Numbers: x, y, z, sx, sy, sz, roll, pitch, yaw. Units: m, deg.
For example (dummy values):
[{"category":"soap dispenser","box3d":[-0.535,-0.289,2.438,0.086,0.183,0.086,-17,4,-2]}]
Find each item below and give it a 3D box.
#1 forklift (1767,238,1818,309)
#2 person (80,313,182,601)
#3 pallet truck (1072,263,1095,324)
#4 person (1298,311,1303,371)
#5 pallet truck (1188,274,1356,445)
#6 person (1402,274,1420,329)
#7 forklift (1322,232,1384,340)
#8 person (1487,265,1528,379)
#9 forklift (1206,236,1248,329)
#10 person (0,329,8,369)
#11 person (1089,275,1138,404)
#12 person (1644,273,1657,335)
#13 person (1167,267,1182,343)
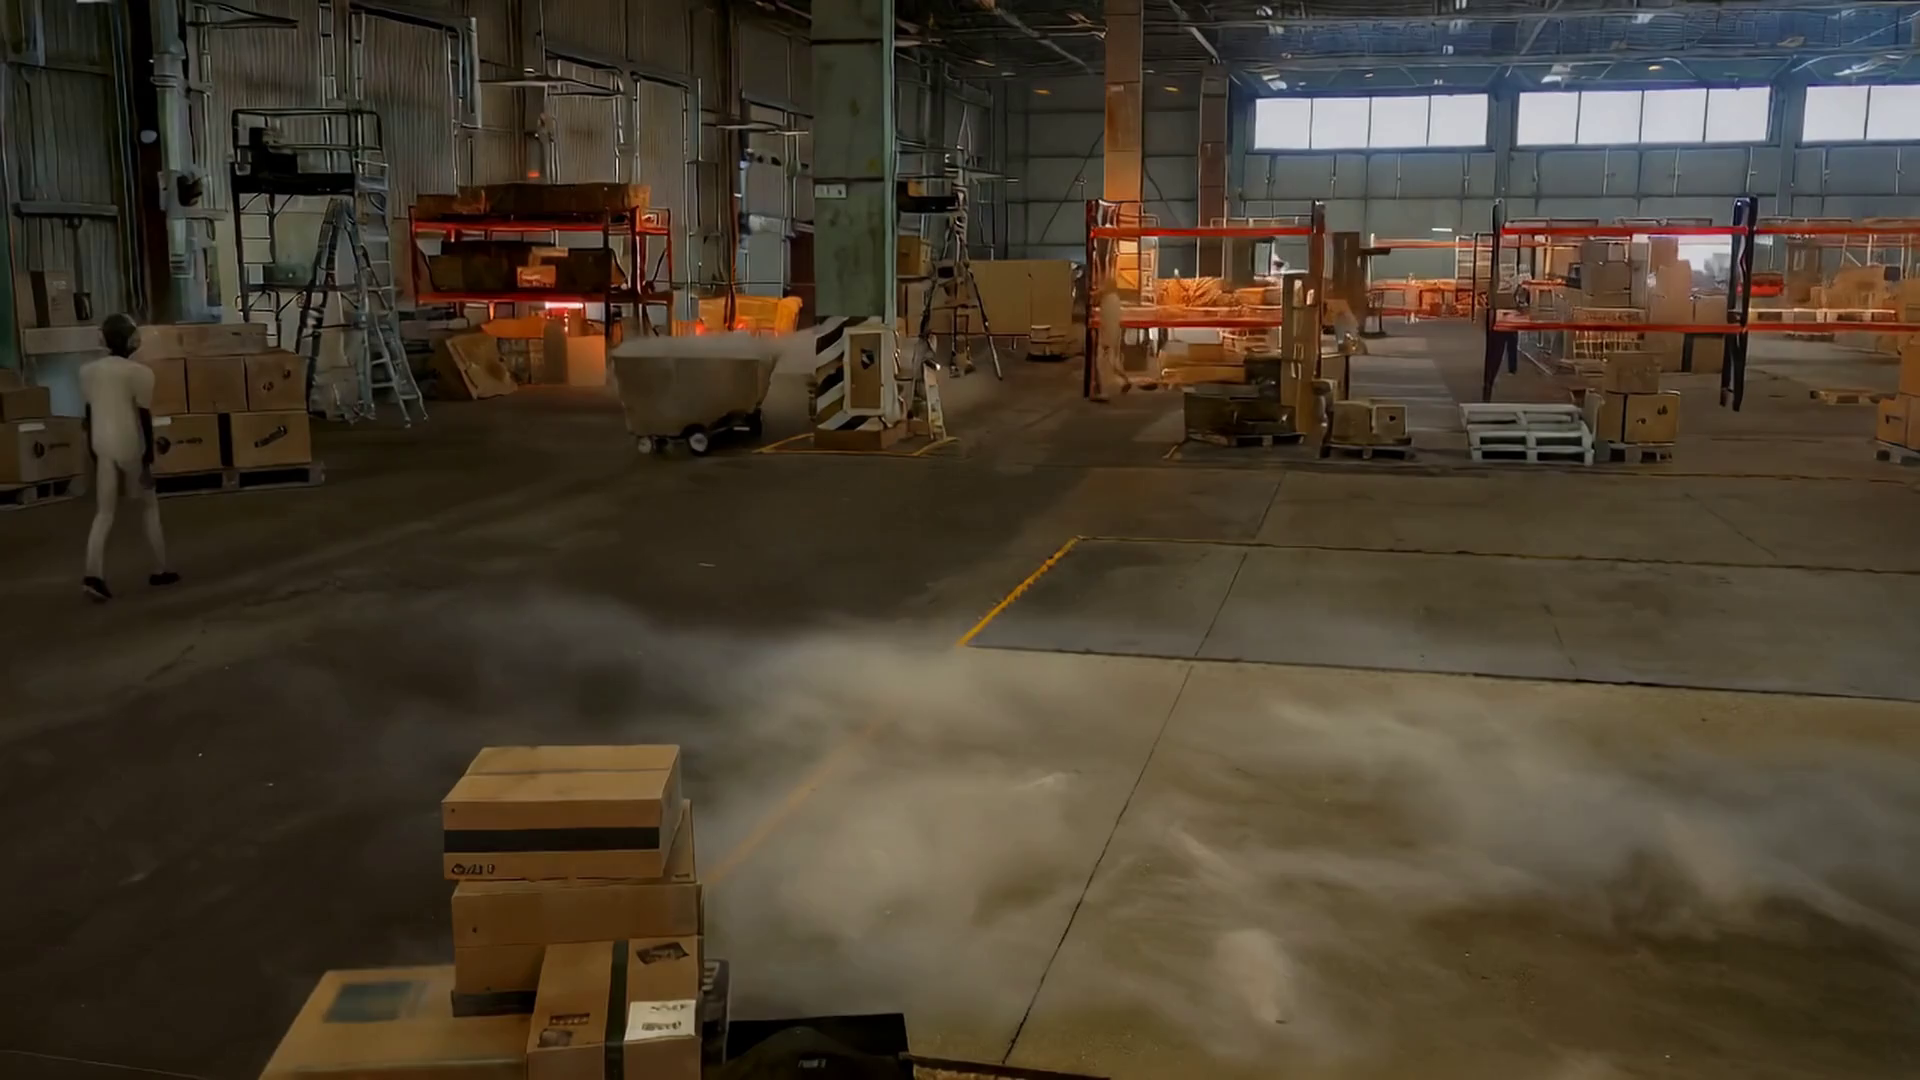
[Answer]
[{"category":"forklift","box3d":[28.451,-8.834,56.415,1.129,2.768,1.873,-1,10,-6]},{"category":"person","box3d":[-5.413,-0.539,10.681,0.535,1.833,0.940,0,10,1]},{"category":"pallet truck","box3d":[4.325,-8.180,55.162,0.823,1.965,1.885,6,11,31]},{"category":"person","box3d":[6.656,-4.098,31.895,0.319,1.739,0.485,6,11,30]},{"category":"pallet truck","box3d":[3.653,-2.138,19.590,1.885,1.965,0.823,-4,10,-20]},{"category":"person","box3d":[13.749,-7.265,50.691,0.544,1.677,0.500,4,10,21]},{"category":"forklift","box3d":[10.020,-6.631,43.448,1.873,2.768,1.129,-2,10,-11]},{"category":"person","box3d":[9.762,-3.899,29.832,0.538,2.000,0.689,-9,13,-41]},{"category":"forklift","box3d":[8.478,-7.818,50.437,1.873,2.768,1.129,3,10,18]},{"category":"person","box3d":[-10.092,-1.642,17.125,0.634,1.841,0.429,0,10,2]},{"category":"person","box3d":[2.277,-2.977,24.752,0.614,1.925,0.645,4,10,20]},{"category":"person","box3d":[14.281,-4.551,34.180,1.001,1.874,0.607,2,10,11]},{"category":"person","box3d":[5.516,-6.032,42.715,0.385,1.929,0.547,-1,10,-7]}]
